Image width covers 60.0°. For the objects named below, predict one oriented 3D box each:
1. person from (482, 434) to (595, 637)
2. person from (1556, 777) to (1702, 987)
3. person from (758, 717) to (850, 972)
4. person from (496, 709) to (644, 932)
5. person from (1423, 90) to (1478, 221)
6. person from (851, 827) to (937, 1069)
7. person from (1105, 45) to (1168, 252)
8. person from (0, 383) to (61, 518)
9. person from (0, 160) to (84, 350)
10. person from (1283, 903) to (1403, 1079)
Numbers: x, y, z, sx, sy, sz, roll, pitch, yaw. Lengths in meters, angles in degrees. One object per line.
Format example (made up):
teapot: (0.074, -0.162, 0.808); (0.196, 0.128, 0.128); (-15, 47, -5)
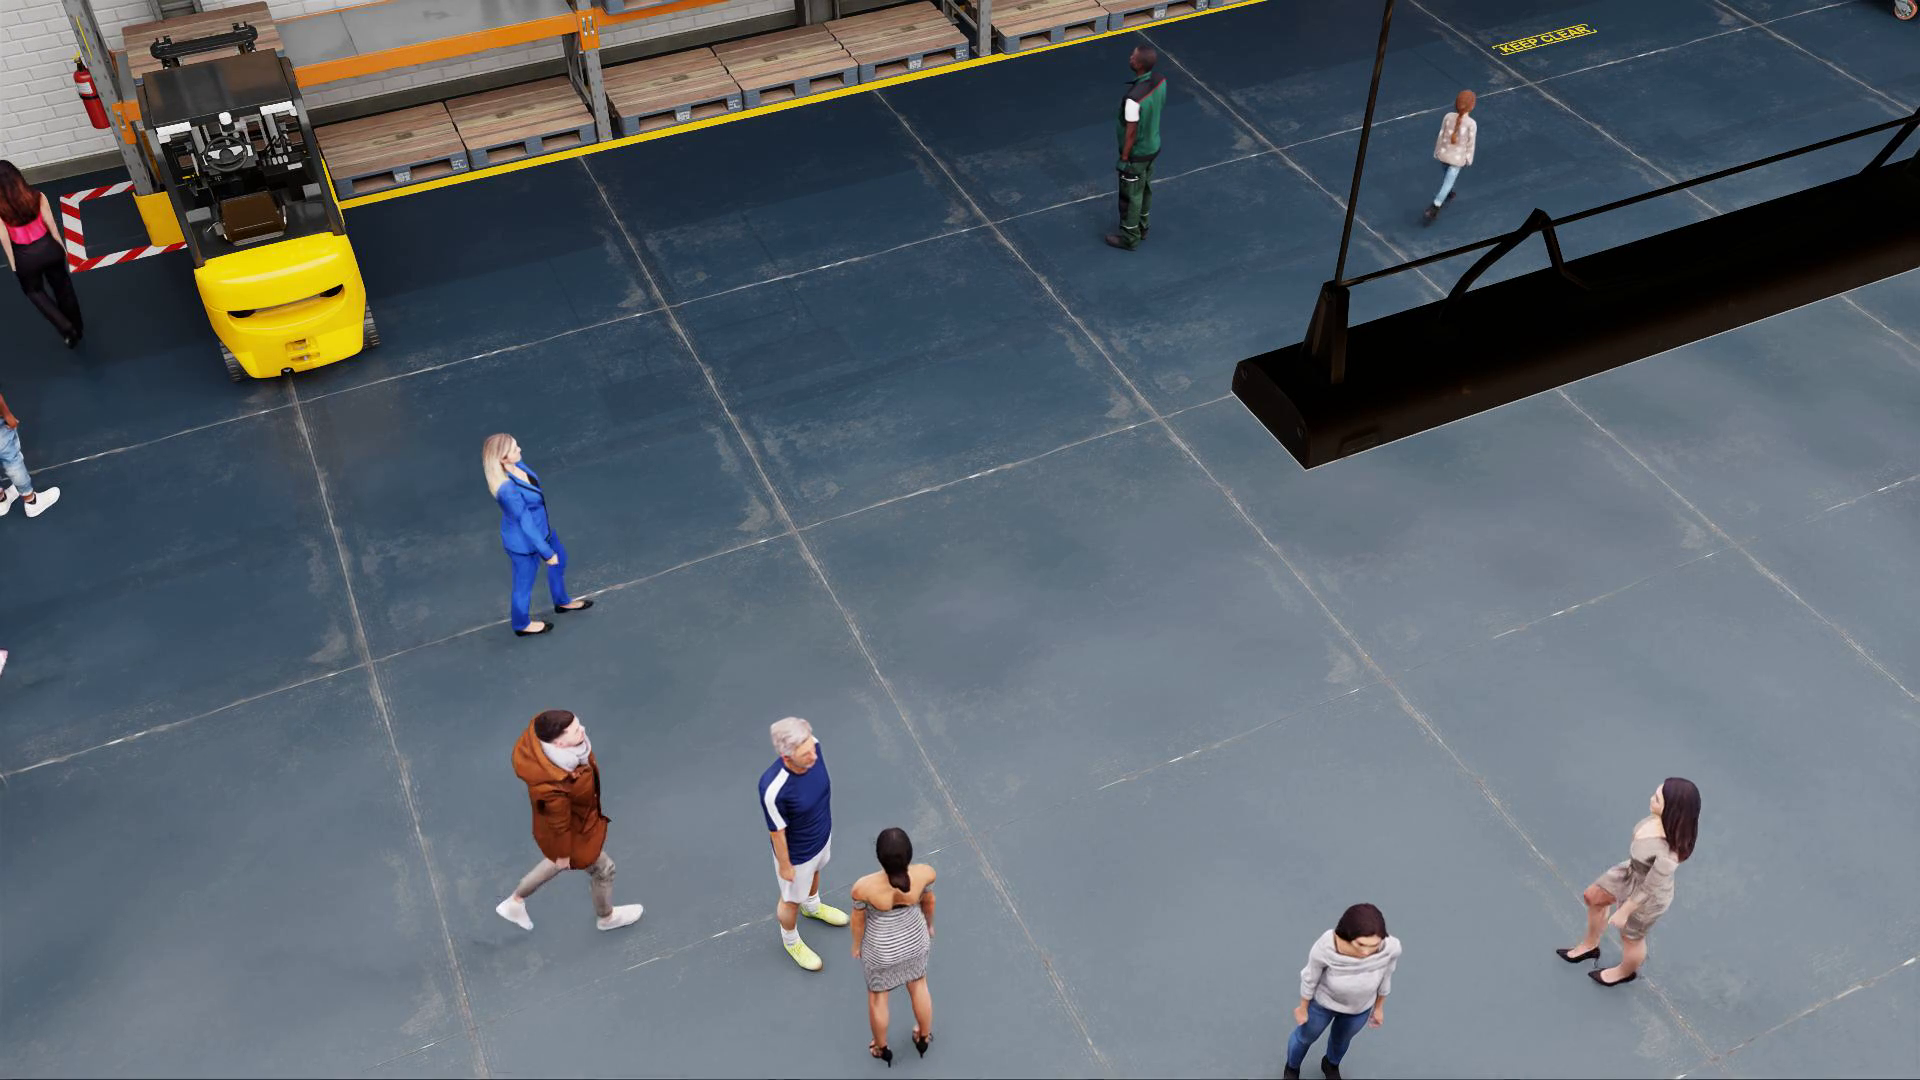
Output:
person: (-2.866, 0.018, 10.594); (0.830, 1.683, 0.715); (-8, 44, -8)
person: (3.628, 1.843, 8.645); (0.831, 1.728, 0.773); (13, 45, 13)
person: (-0.847, 1.570, 8.852); (0.781, 1.838, 0.698); (19, 47, 19)
person: (-2.173, 1.554, 8.892); (0.974, 1.806, 0.672); (-14, 45, -14)
person: (4.276, -3.336, 14.480); (0.689, 1.178, 0.891); (32, 52, 29)
person: (-0.319, 2.052, 8.362); (0.502, 1.816, 0.666); (-14, 45, -14)
person: (1.500, -3.285, 13.947); (0.845, 1.840, 0.738); (24, 49, 23)
person: (-6.817, -0.900, 11.463); (0.738, 1.813, 0.849); (6, 44, 6)
person: (-7.140, -2.173, 12.922); (0.835, 1.644, 0.797); (-33, 52, -29)
person: (1.872, 2.280, 8.255); (0.583, 1.633, 0.730); (-2, 44, -2)
